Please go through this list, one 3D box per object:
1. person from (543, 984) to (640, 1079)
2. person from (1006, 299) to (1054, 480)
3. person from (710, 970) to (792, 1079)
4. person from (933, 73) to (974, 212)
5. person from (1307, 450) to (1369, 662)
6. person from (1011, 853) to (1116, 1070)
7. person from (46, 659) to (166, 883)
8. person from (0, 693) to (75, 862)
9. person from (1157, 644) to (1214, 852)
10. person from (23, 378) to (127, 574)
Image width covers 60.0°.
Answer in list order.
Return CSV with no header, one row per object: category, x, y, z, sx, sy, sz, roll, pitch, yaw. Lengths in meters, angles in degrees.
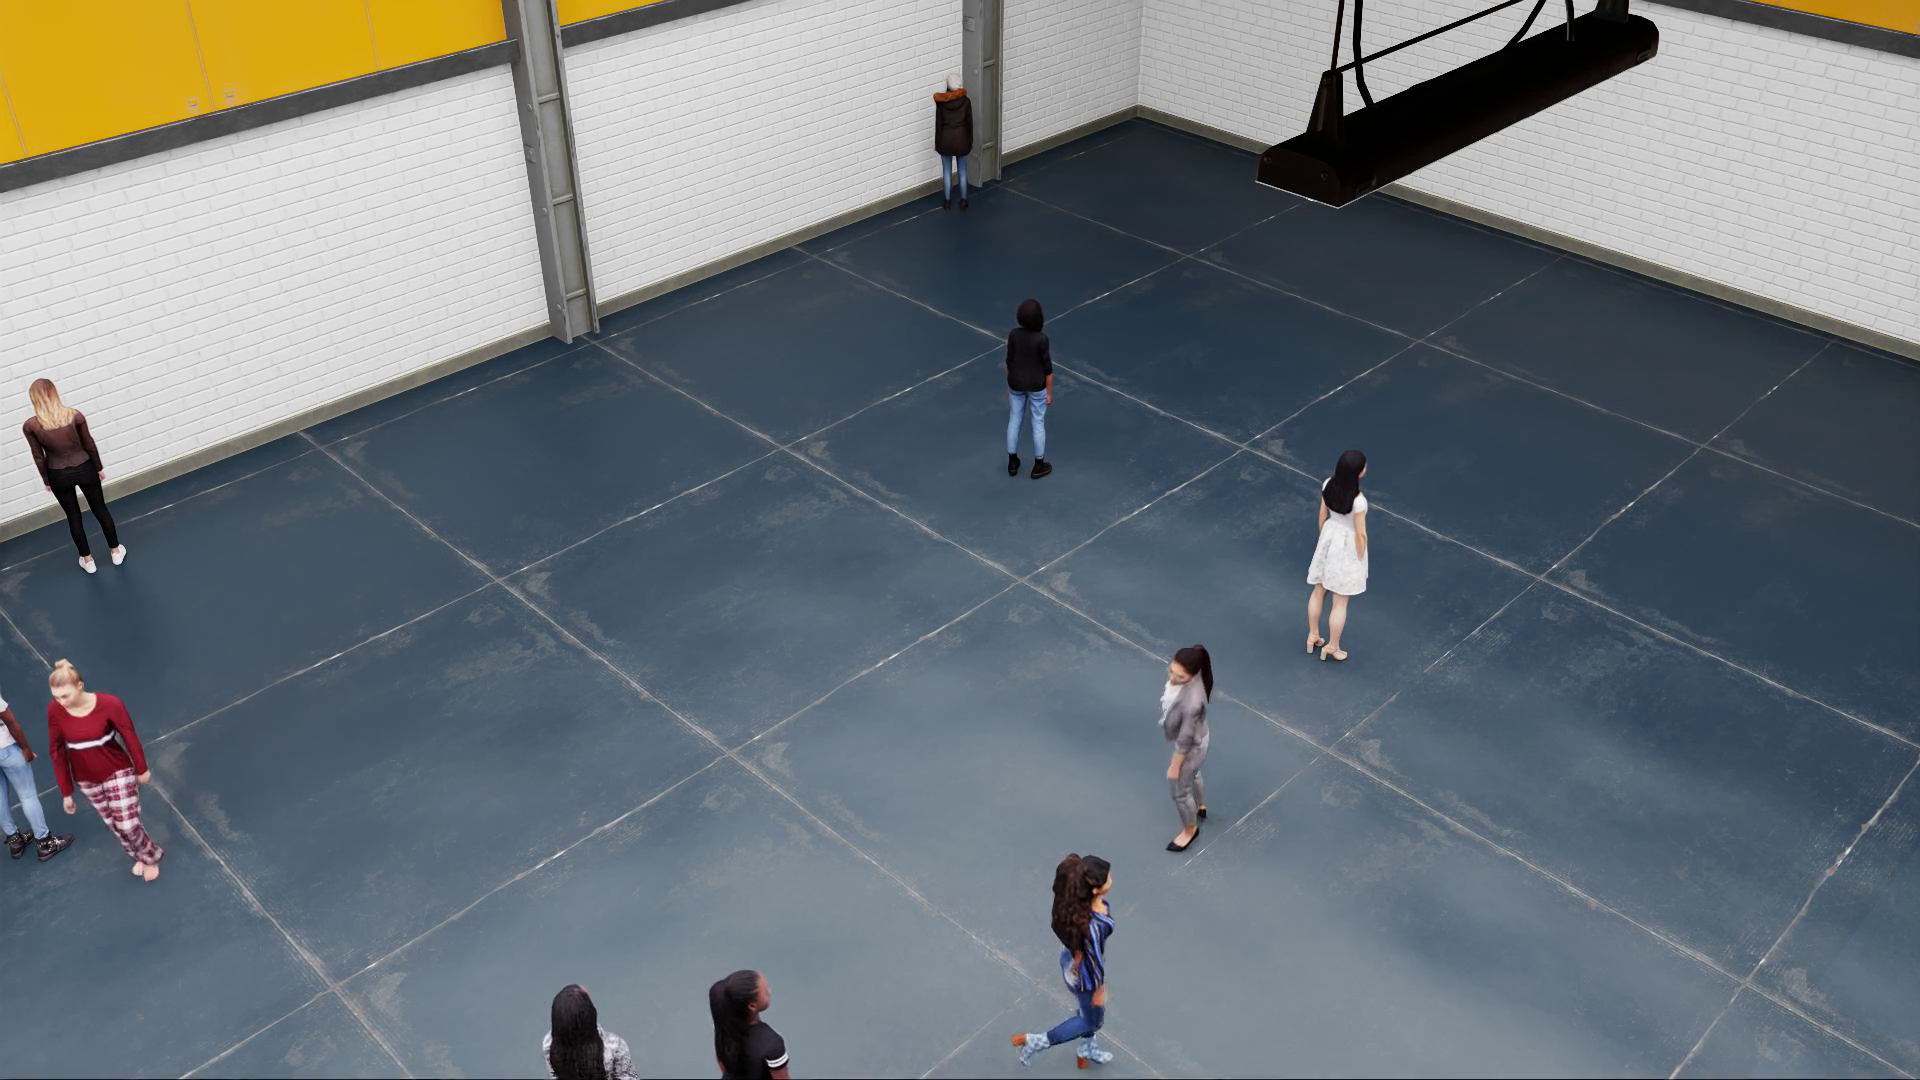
person,-1.782,2.862,8.121,0.920,1.701,1.125,9,35,13
person,0.591,-1.311,14.402,0.650,1.698,0.668,12,35,17
person,-1.002,2.767,8.237,0.632,1.731,0.593,23,40,30
person,-0.072,-4.680,19.528,0.728,1.634,0.799,-2,34,-4
person,2.777,0.114,12.188,0.679,1.775,0.685,-22,39,-29
person,0.608,2.341,8.992,0.956,1.605,0.873,-4,34,-6
person,-5.301,1.396,10.336,0.754,1.691,0.824,-6,34,-8
person,-6.061,1.305,10.446,0.668,1.720,0.695,6,34,9
person,1.479,1.290,10.538,0.930,1.643,0.823,11,35,16
person,-7.042,-0.515,13.198,0.522,1.705,0.709,-19,38,-26
